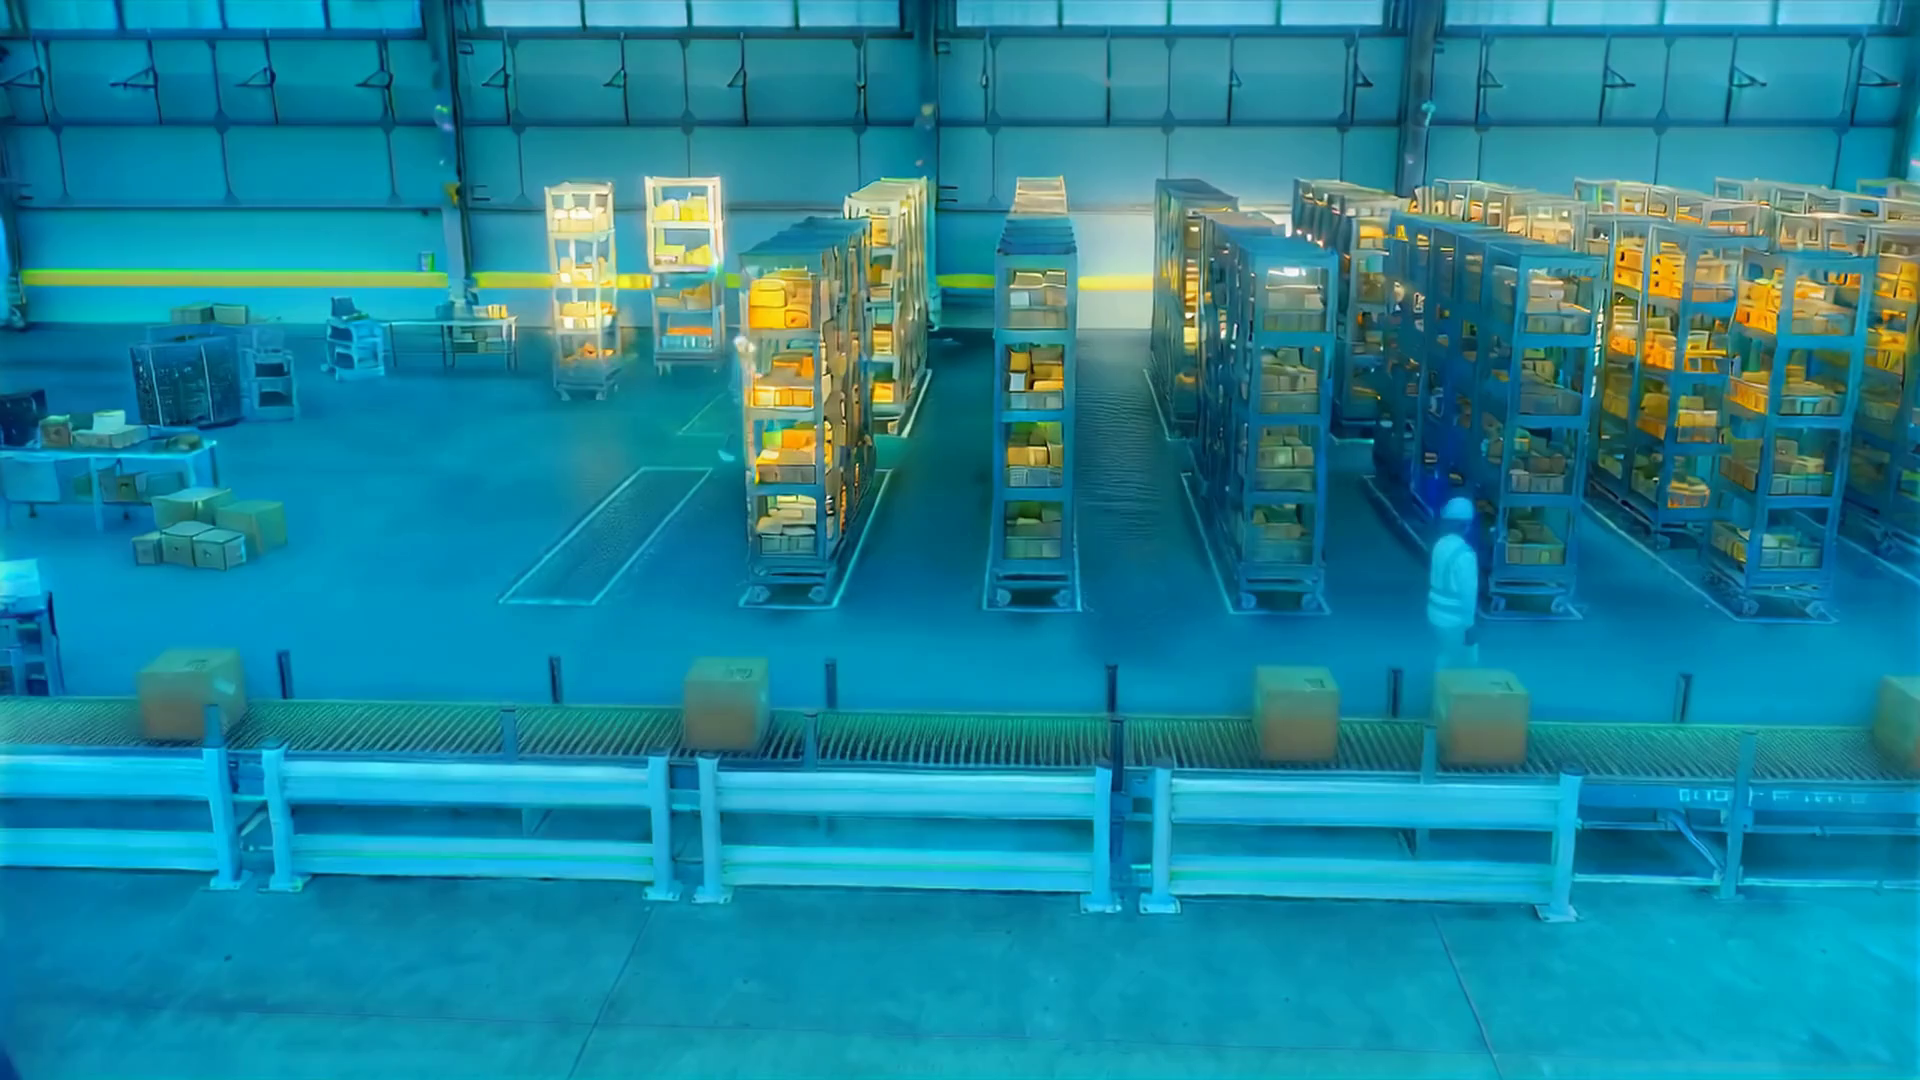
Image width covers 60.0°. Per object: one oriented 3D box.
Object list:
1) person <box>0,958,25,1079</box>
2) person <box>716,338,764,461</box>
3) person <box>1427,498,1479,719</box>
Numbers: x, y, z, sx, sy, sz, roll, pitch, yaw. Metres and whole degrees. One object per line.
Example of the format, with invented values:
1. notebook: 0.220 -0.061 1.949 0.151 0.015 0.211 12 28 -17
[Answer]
1. person: -4.690 2.285 7.783 0.884 1.724 0.517 -4 16 -15
2. person: -3.054 -1.987 23.544 0.945 1.784 0.612 -1 15 -4
3. person: 4.033 0.625 13.590 0.413 1.914 0.699 -1 15 -4
